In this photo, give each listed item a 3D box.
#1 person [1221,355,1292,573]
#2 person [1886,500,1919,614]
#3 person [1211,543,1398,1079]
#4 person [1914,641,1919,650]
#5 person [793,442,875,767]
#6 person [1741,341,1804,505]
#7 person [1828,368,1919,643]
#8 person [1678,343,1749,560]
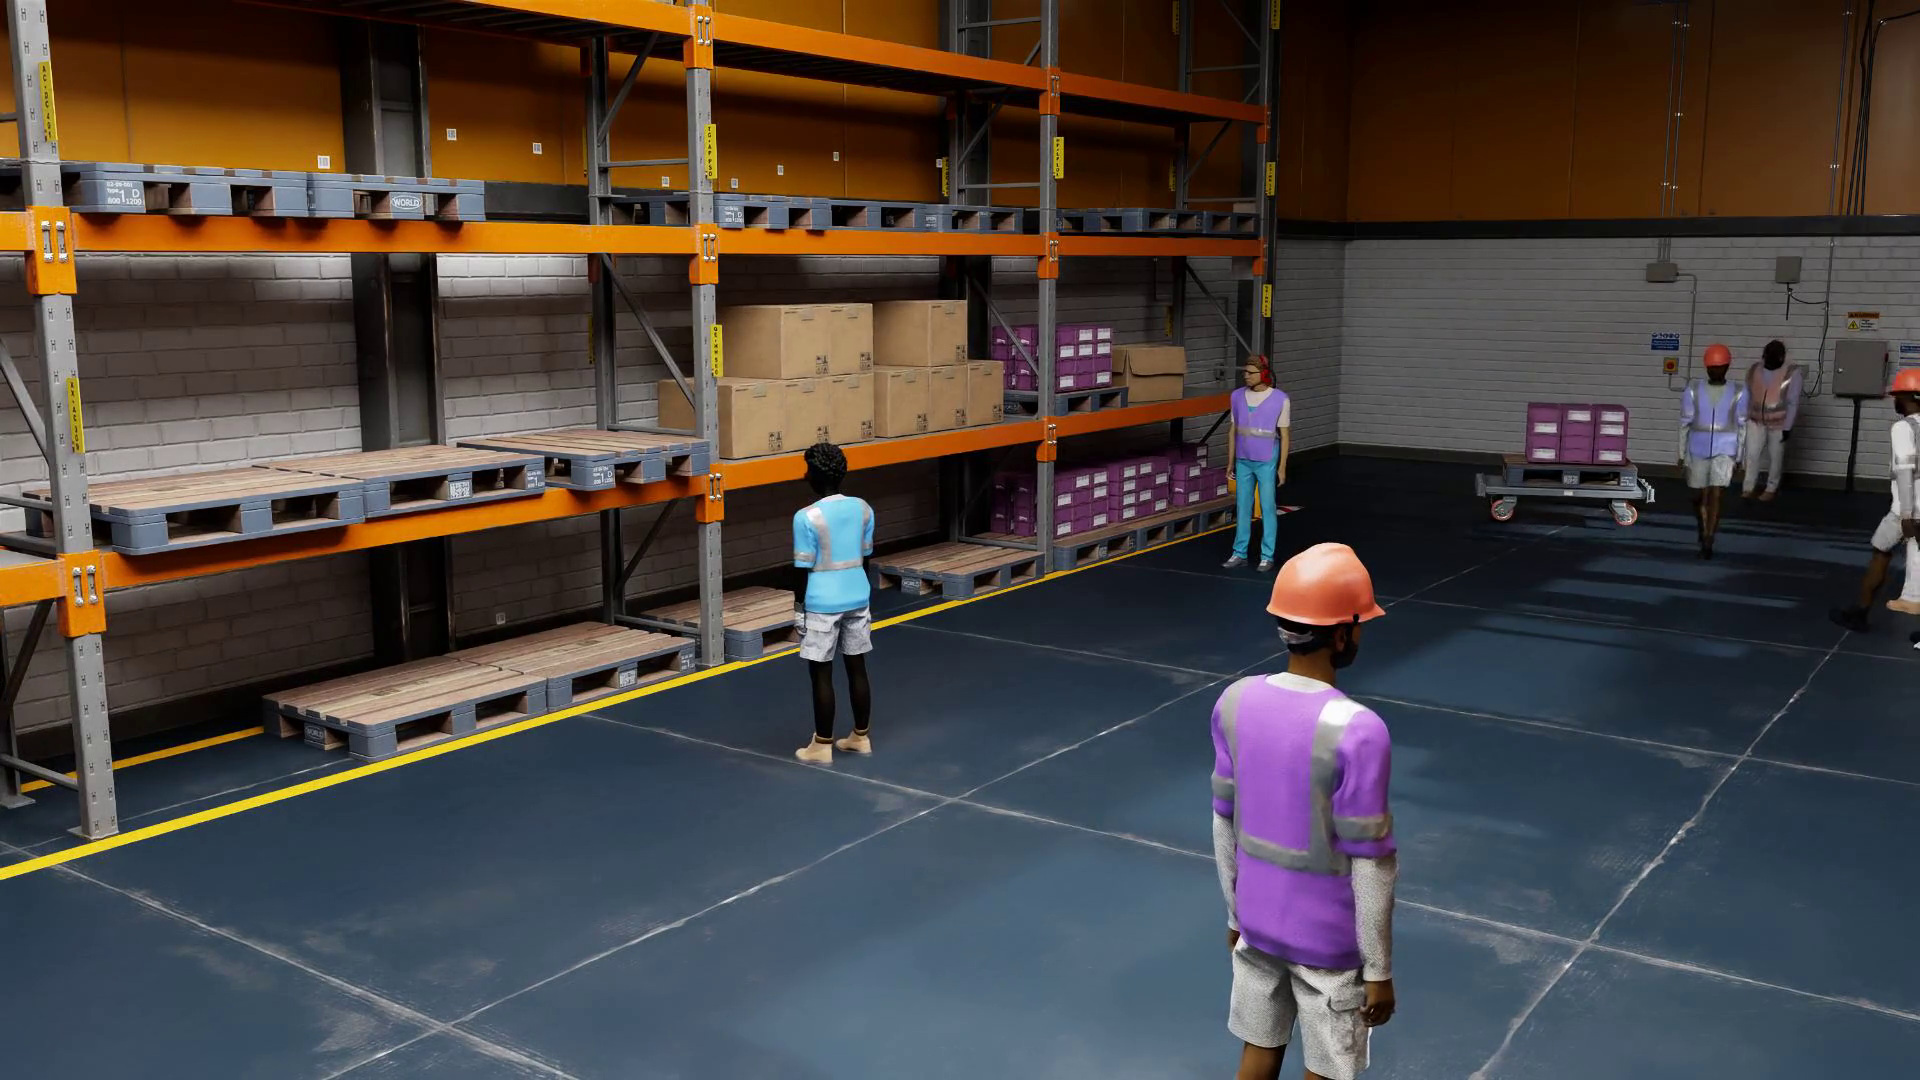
[{"bbox_3d":[2.529,-0.649,14.103,0.564,1.839,0.395,8,12,39],"label":"person"},{"bbox_3d":[7.234,-0.363,12.392,0.621,1.845,0.429,-2,10,-10],"label":"person"},{"bbox_3d":[0.878,0.967,4.185,0.360,1.939,0.543,-7,12,-37],"label":"person"},{"bbox_3d":[6.710,-0.045,11.095,0.314,1.642,0.514,-9,13,-44],"label":"person"},{"bbox_3d":[-0.662,0.338,8.672,0.320,1.694,0.534,9,13,44],"label":"person"},{"bbox_3d":[8.709,-1.255,17.928,0.636,1.770,0.970,8,13,41],"label":"person"},{"bbox_3d":[6.548,-0.242,11.537,0.552,1.877,0.963,-4,10,-24],"label":"person"},{"bbox_3d":[6.733,-0.812,14.886,0.551,1.913,0.810,5,11,28],"label":"person"}]
